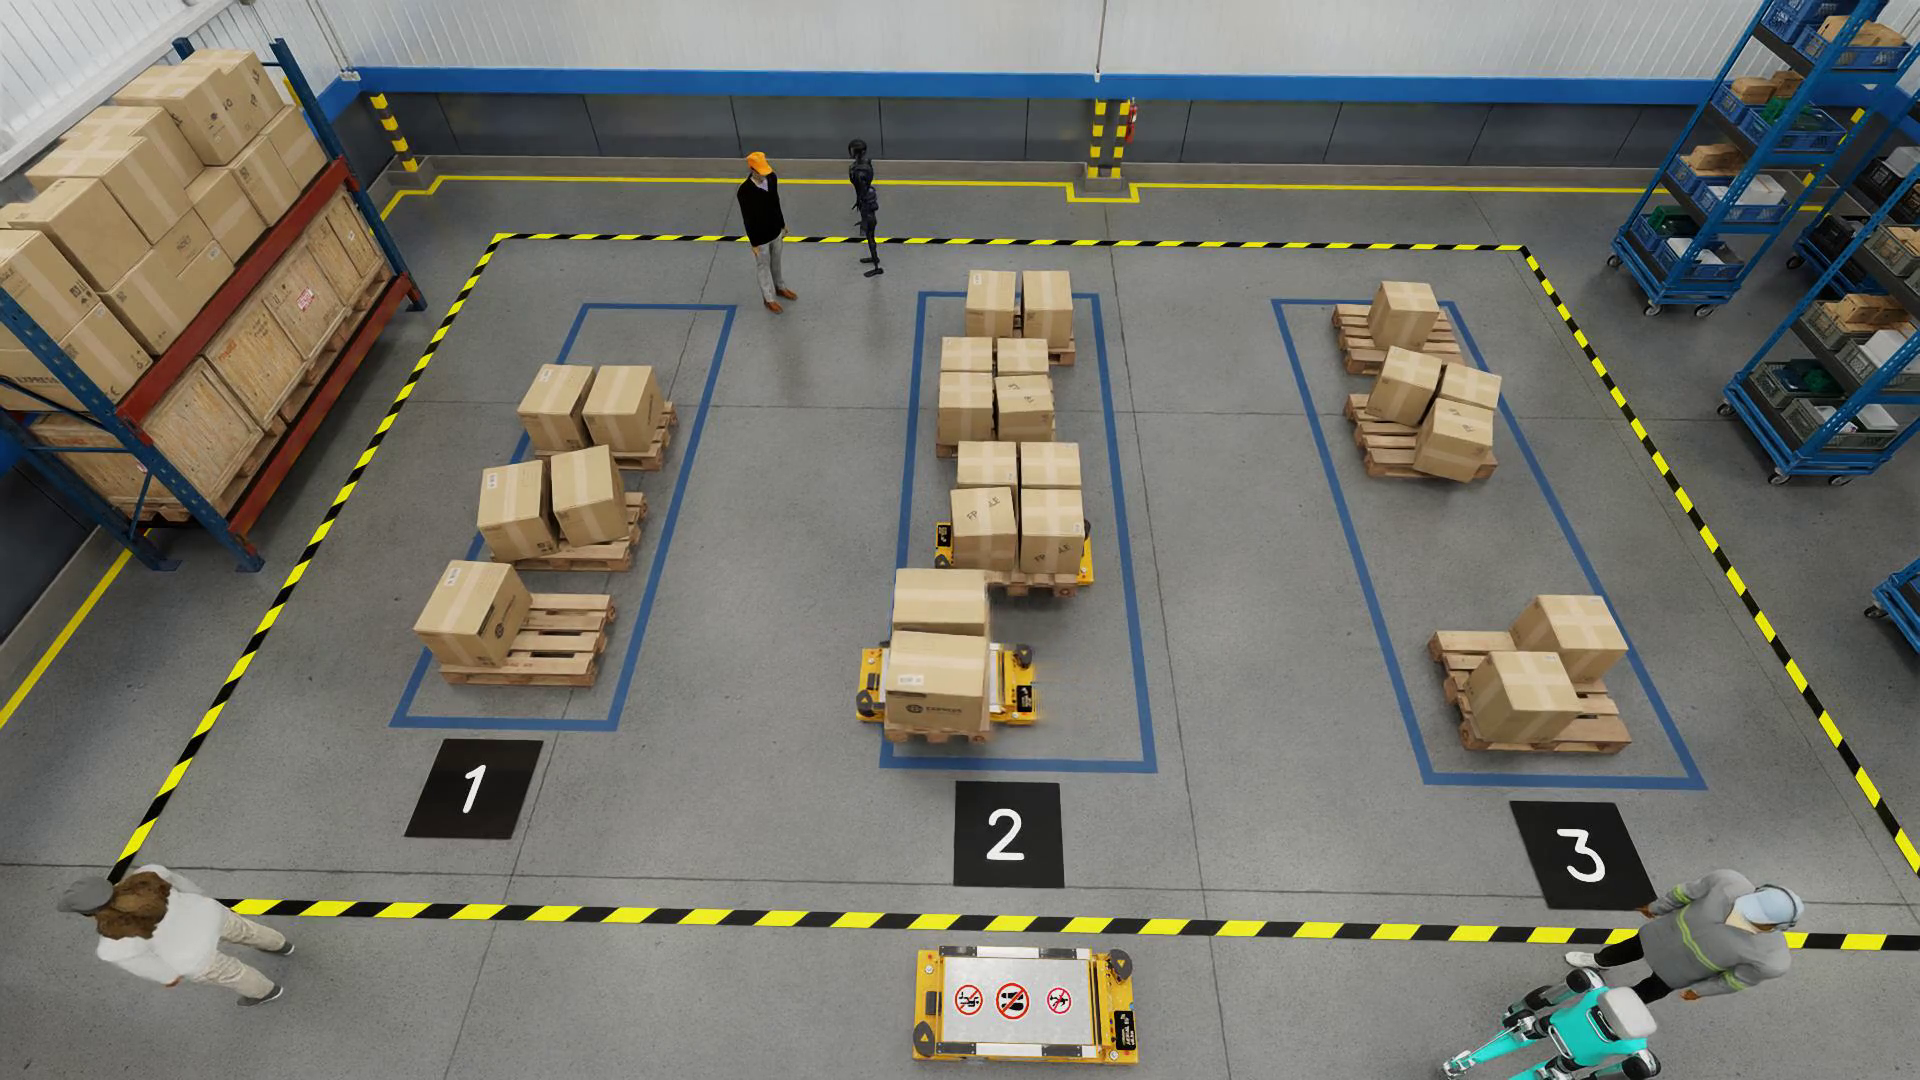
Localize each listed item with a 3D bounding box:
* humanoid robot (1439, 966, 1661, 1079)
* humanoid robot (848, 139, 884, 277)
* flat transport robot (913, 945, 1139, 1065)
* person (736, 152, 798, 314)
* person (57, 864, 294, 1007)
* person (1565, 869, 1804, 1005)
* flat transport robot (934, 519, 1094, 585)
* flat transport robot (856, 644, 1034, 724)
[{"bbox_3d":[3.106,2.888,5.101,0.735,1.671,0.533,-12,52,-10],"label":"humanoid robot"},{"bbox_3d":[-1.114,-3.883,10.733,0.315,1.657,0.599,-7,51,-6],"label":"humanoid robot"},{"bbox_3d":[0.422,3.041,6.007,1.431,0.231,0.659,1,51,1],"label":"flat transport robot"},{"bbox_3d":[-2.149,-3.440,10.253,0.383,1.878,0.585,25,55,19],"label":"person"},{"bbox_3d":[-4.678,2.405,5.556,0.392,1.769,0.562,-4,51,-3],"label":"person"},{"bbox_3d":[4.320,2.434,5.480,0.376,1.853,0.589,-4,51,-3],"label":"person"},{"bbox_3d":[0.490,0.087,8.397,1.431,0.197,0.652,1,51,1],"label":"flat transport robot"},{"bbox_3d":[-0.114,1.163,7.520,1.431,0.197,0.652,1,51,1],"label":"flat transport robot"}]
